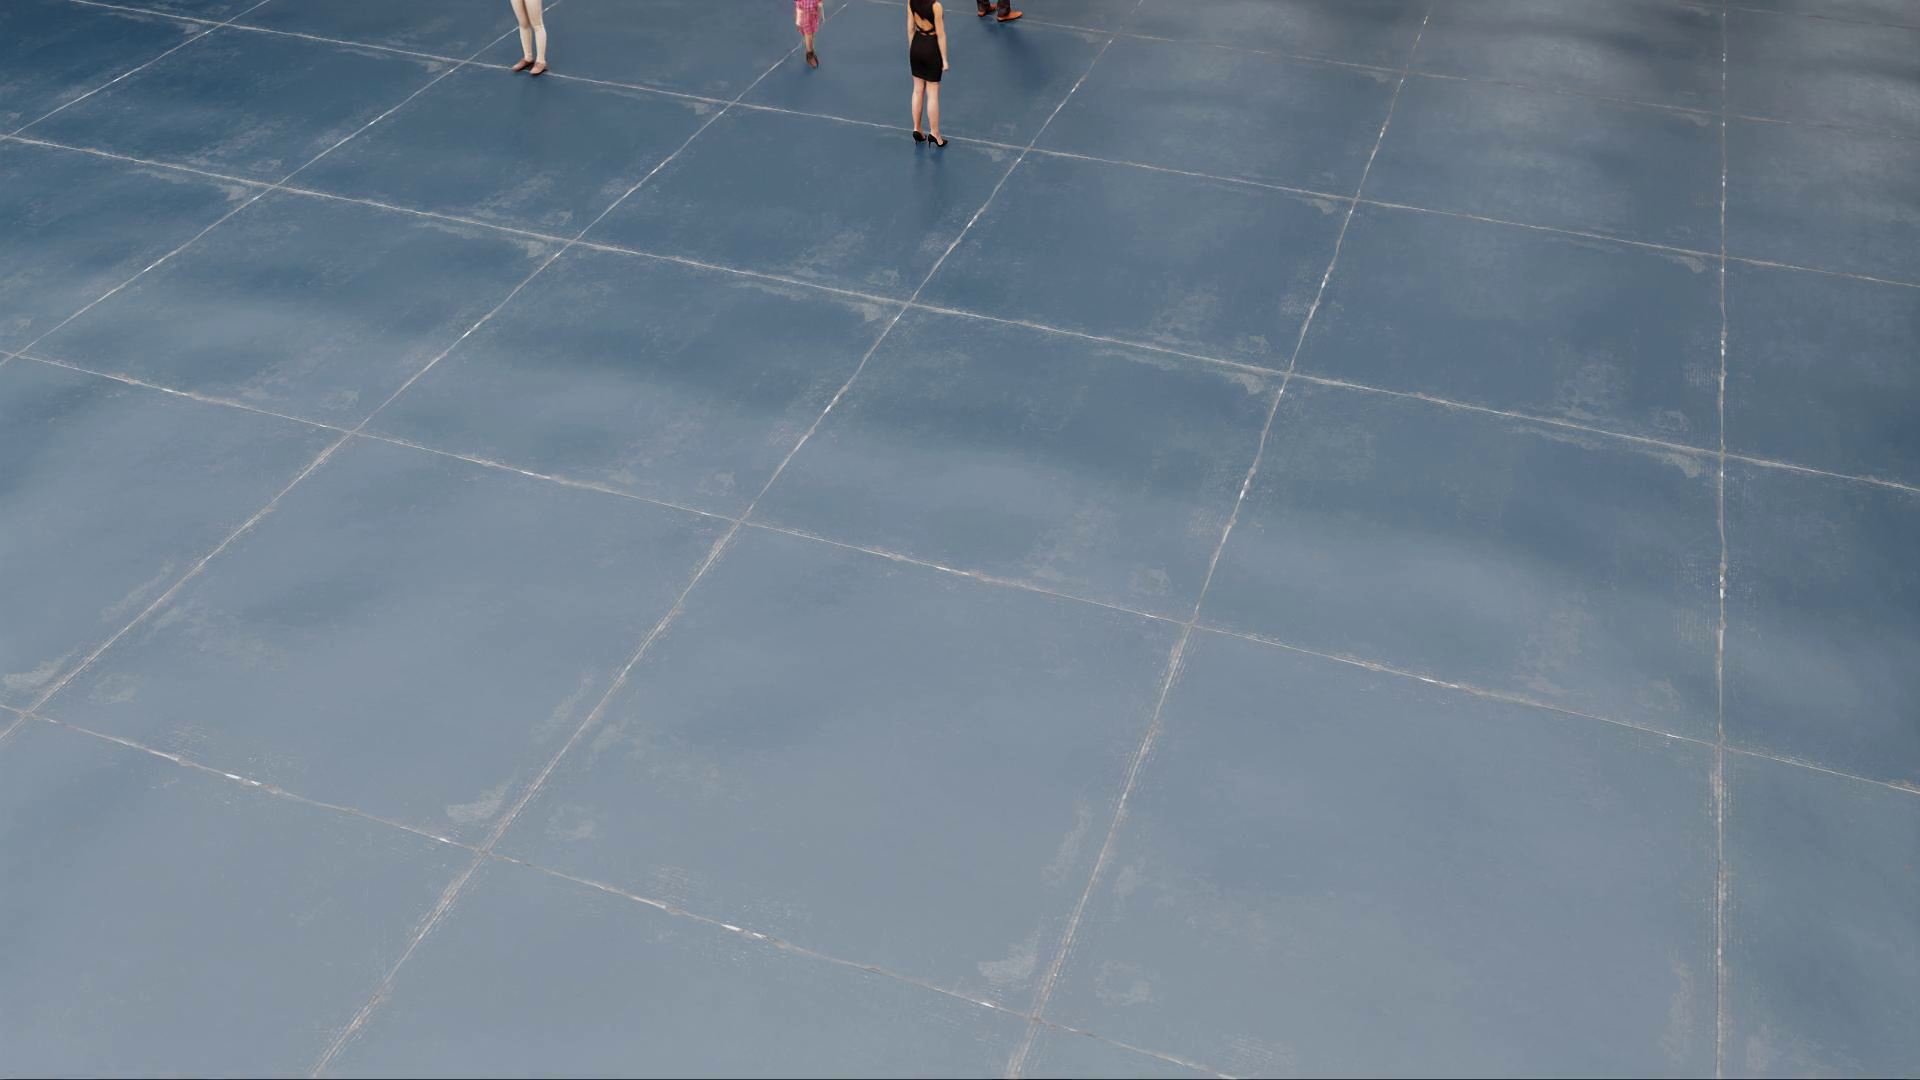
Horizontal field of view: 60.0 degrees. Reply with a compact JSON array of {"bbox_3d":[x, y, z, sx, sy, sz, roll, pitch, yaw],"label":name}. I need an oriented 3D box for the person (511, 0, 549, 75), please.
[{"bbox_3d":[-4.250,-5.424,16.250,0.623,1.653,0.566,13,40,16],"label":"person"}]

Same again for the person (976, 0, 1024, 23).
[{"bbox_3d":[0.369,-6.342,17.298,0.760,1.808,0.734,30,47,32],"label":"person"}]

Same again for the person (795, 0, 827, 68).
[{"bbox_3d":[-1.520,-5.252,16.546,0.515,1.017,0.586,-25,45,-29],"label":"person"}]

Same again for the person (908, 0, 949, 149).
[{"bbox_3d":[-0.301,-4.303,14.819,0.606,1.650,0.567,25,44,28],"label":"person"}]
